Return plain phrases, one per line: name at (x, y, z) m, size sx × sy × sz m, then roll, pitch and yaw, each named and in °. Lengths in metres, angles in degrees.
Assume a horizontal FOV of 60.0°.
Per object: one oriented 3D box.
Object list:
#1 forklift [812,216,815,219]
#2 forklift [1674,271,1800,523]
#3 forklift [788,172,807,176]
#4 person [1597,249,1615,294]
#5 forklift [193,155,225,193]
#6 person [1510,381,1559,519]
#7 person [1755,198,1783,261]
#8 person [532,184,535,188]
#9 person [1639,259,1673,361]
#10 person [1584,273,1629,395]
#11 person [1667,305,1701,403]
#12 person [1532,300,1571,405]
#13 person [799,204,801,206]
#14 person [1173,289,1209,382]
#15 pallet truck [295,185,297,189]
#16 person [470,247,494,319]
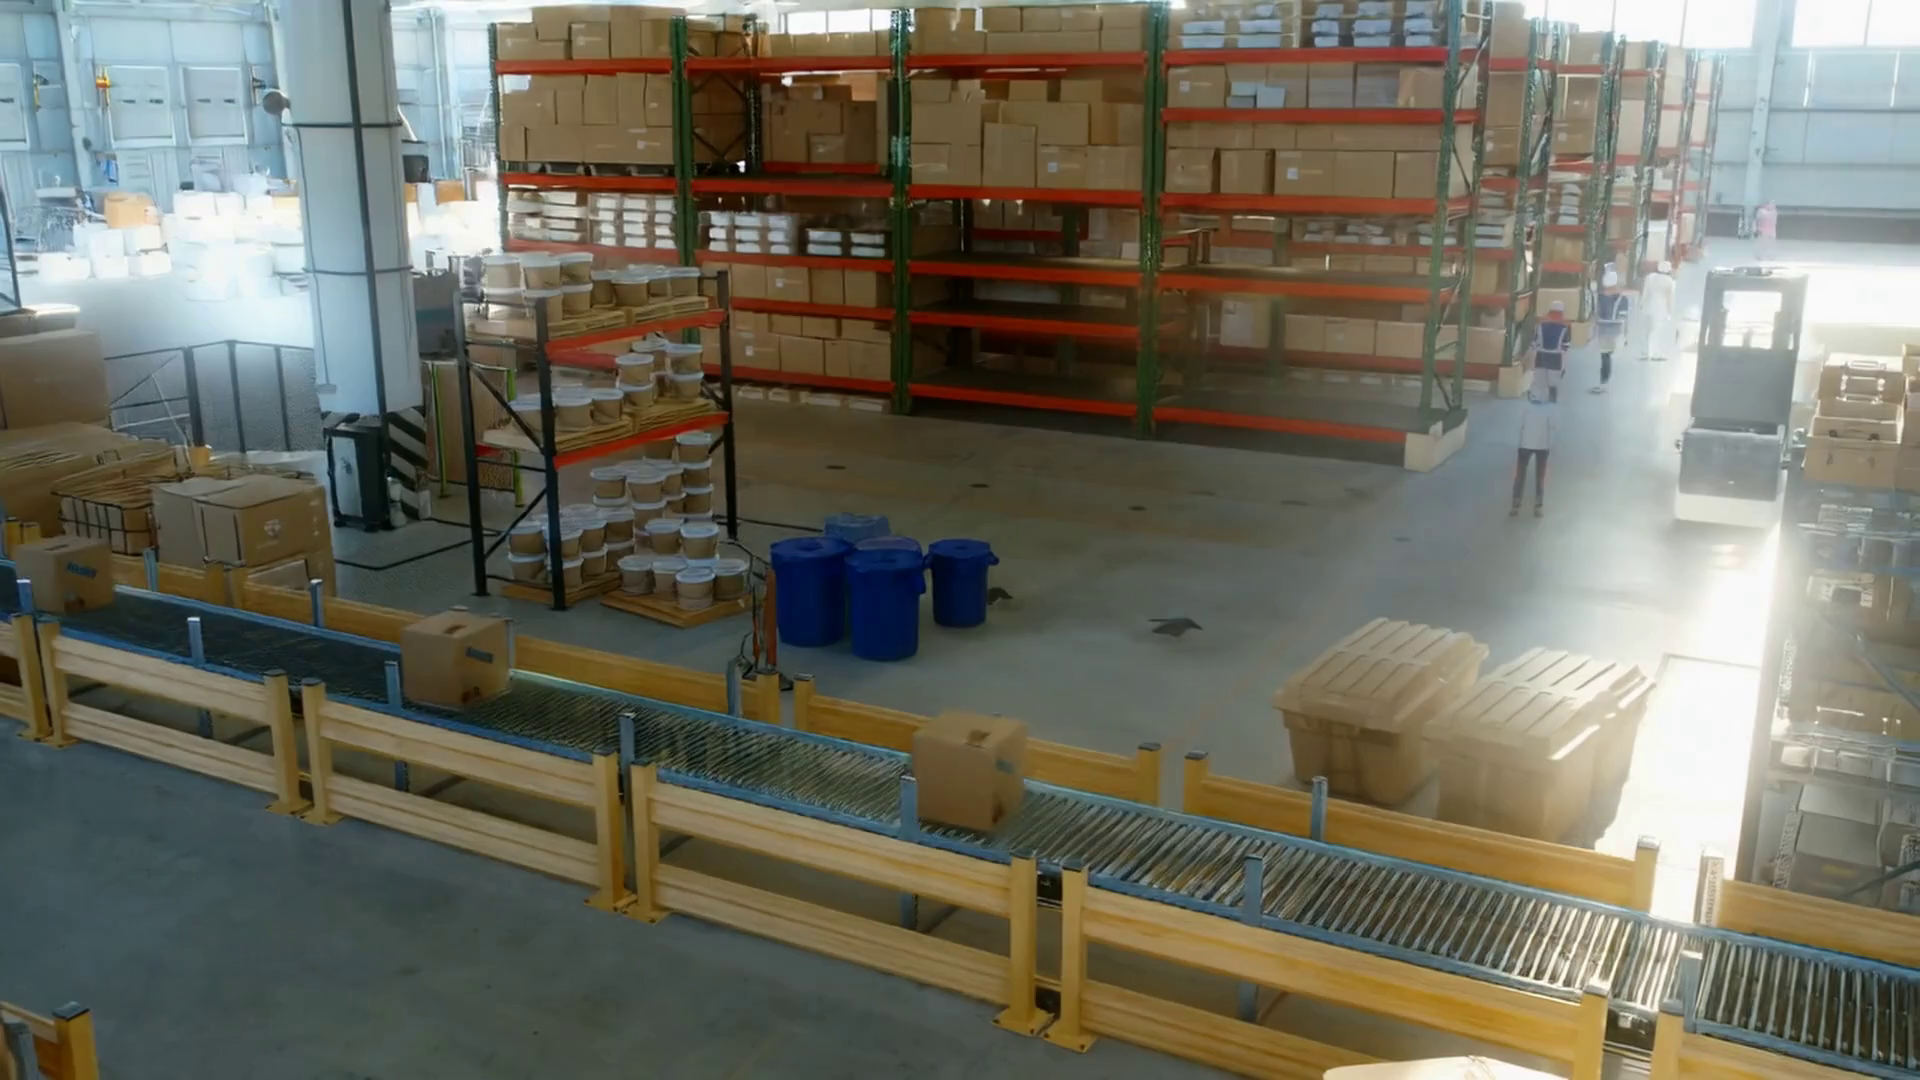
forklift at (-2.306, -4.623, 30.481) m, size 1.873 × 2.768 × 1.129 m, roll 8°, pitch 17°, yaw 28°
forklift at (9.269, -1.763, 19.726) m, size 1.129 × 2.768 × 1.873 m, roll 8°, pitch 17°, yaw 27°
forklift at (-6.019, -12.997, 61.960) m, size 1.873 × 2.768 × 1.129 m, roll 8°, pitch 17°, yaw 28°
person at (13.817, -5.380, 35.611) m, size 0.319 × 1.690 × 0.530 m, roll 9°, pitch 18°, yaw 32°
forklift at (-26.647, -12.289, 59.298) m, size 1.129 × 2.768 × 1.873 m, roll -3°, pitch 15°, yaw -12°
person at (6.714, -1.058, 19.464) m, size 0.509 × 1.632 × 0.270 m, roll 5°, pitch 16°, yaw 18°
person at (24.390, -9.307, 50.018) m, size 0.654 × 1.867 × 0.916 m, roll -5°, pitch 16°, yaw -18°
person at (-17.010, -13.488, 66.087) m, size 0.530 × 1.689 × 0.321 m, roll 2°, pitch 15°, yaw 9°
person at (13.078, -4.302, 31.162) m, size 0.398 × 1.899 × 0.649 m, roll -7°, pitch 17°, yaw -25°
person at (10.658, -3.405, 27.568) m, size 0.996 × 2.002 × 0.644 m, roll -13°, pitch 20°, yaw -40°
person at (11.695, -2.995, 26.821) m, size 0.499 × 1.594 × 0.846 m, roll 10°, pitch 18°, yaw 34°
person at (8.862, -2.651, 24.982) m, size 0.544 × 1.881 × 1.011 m, roll 7°, pitch 16°, yaw 25°
person at (-4.388, -8.574, 47.179) m, size 0.371 × 1.915 × 0.595 m, roll 1°, pitch 15°, yaw 5°
person at (4.016, -3.584, 28.902) m, size 0.805 × 1.662 × 0.542 m, roll 7°, pitch 16°, yaw 24°
pallet truck at (-26.804, -14.617, 69.738) m, size 1.885 × 1.965 × 0.823 m, roll -14°, pitch 20°, yaw -42°
person at (-10.350, -5.546, 36.257) m, size 0.638 × 1.670 × 0.542 m, roll -13°, pitch 20°, yaw -40°
